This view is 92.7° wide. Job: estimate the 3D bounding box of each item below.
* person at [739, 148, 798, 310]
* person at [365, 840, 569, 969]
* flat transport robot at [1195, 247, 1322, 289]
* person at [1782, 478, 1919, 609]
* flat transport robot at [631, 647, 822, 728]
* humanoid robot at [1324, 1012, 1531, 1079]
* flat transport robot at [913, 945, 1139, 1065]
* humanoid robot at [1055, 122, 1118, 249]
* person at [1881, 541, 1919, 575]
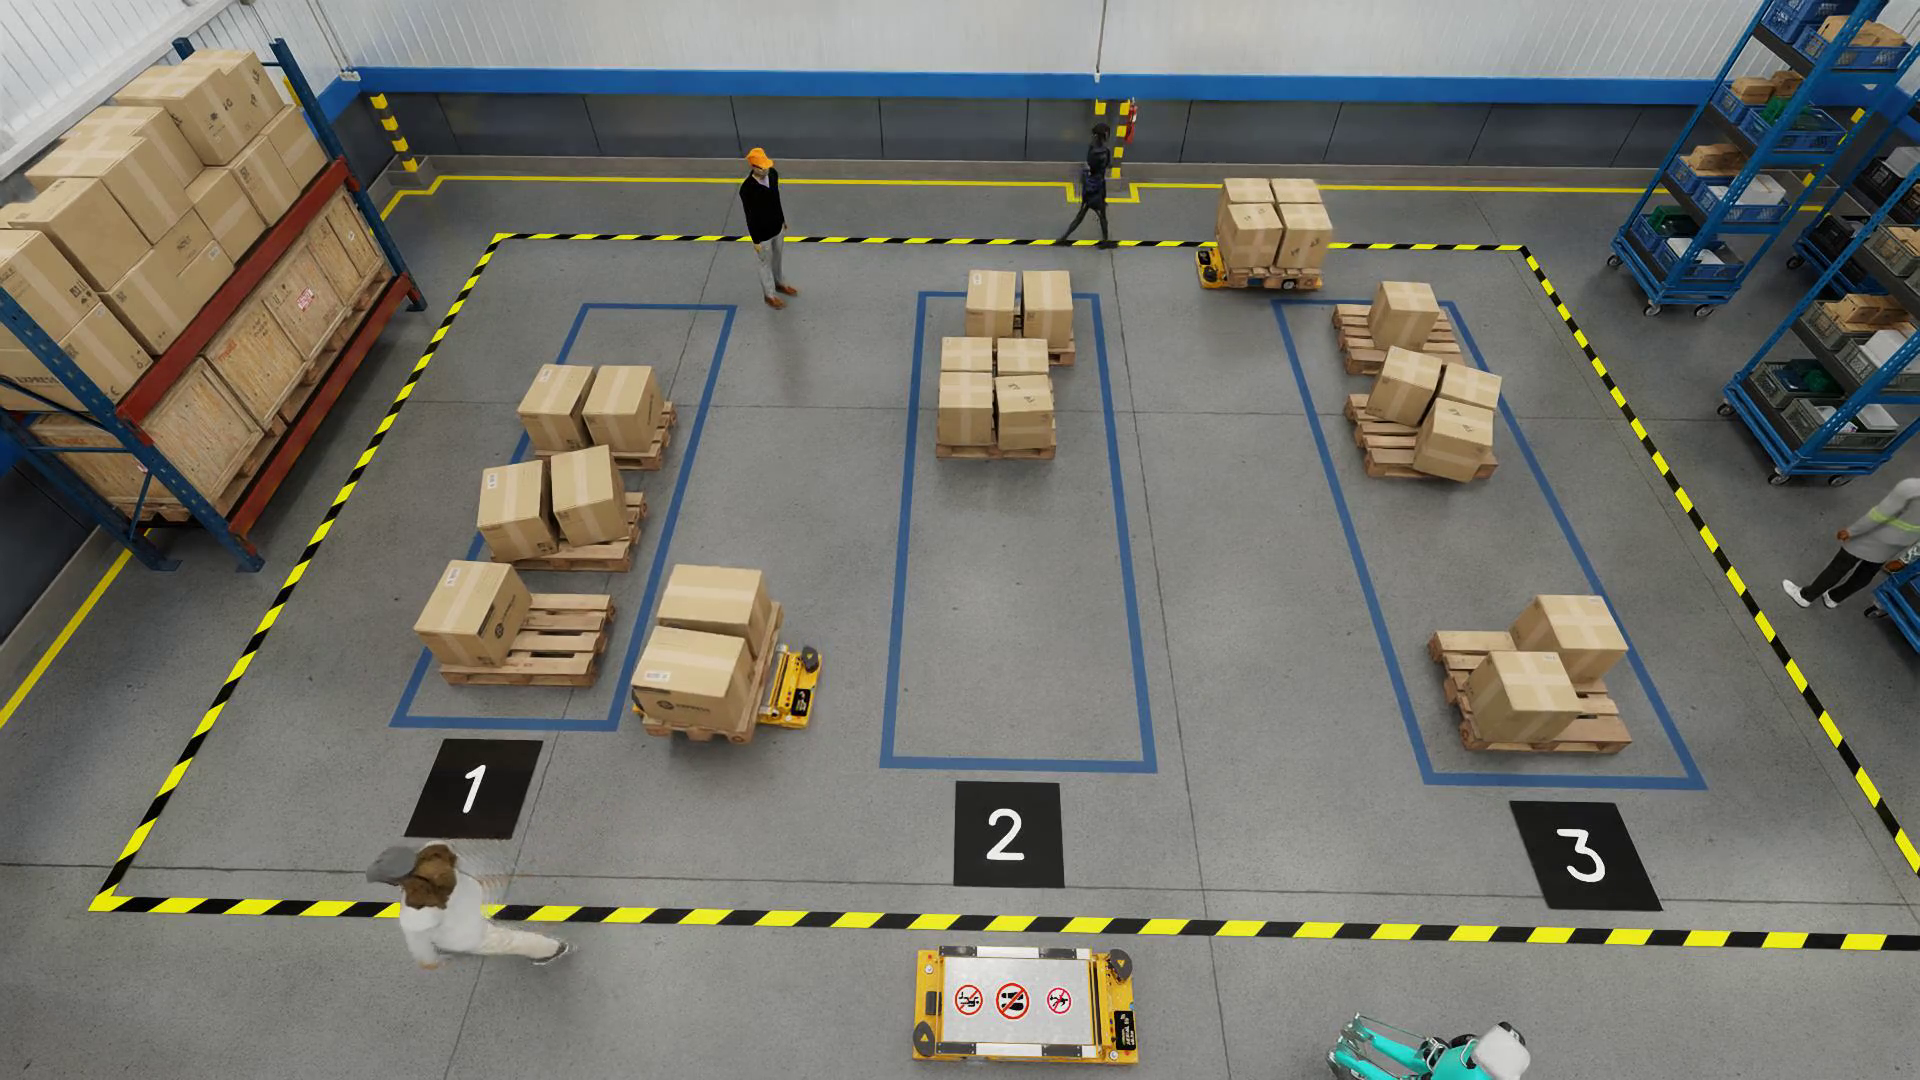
[{"bbox_3d":[-2.142,-3.496,10.293,0.382,1.882,0.589,22,54,17],"label":"person"},{"bbox_3d":[-3.108,2.310,5.660,0.902,1.725,0.569,-9,51,-8],"label":"person"},{"bbox_3d":[3.650,-3.351,11.199,1.431,0.197,0.652,1,51,1],"label":"flat transport robot"},{"bbox_3d":[7.606,-0.082,7.531,0.589,1.852,0.396,6,51,5],"label":"person"},{"bbox_3d":[-1.905,1.153,7.528,1.431,0.197,0.652,4,51,4],"label":"flat transport robot"},{"bbox_3d":[2.450,2.865,5.116,0.533,1.677,0.735,-36,59,-26],"label":"humanoid robot"},{"bbox_3d":[0.422,3.041,6.007,1.431,0.231,0.659,1,51,1],"label":"flat transport robot"},{"bbox_3d":[1.610,-4.257,11.094,0.791,1.644,0.589,-8,51,-7],"label":"humanoid robot"},{"bbox_3d":[8.695,-0.247,7.610,0.361,1.938,0.634,-23,55,-18],"label":"person"}]
